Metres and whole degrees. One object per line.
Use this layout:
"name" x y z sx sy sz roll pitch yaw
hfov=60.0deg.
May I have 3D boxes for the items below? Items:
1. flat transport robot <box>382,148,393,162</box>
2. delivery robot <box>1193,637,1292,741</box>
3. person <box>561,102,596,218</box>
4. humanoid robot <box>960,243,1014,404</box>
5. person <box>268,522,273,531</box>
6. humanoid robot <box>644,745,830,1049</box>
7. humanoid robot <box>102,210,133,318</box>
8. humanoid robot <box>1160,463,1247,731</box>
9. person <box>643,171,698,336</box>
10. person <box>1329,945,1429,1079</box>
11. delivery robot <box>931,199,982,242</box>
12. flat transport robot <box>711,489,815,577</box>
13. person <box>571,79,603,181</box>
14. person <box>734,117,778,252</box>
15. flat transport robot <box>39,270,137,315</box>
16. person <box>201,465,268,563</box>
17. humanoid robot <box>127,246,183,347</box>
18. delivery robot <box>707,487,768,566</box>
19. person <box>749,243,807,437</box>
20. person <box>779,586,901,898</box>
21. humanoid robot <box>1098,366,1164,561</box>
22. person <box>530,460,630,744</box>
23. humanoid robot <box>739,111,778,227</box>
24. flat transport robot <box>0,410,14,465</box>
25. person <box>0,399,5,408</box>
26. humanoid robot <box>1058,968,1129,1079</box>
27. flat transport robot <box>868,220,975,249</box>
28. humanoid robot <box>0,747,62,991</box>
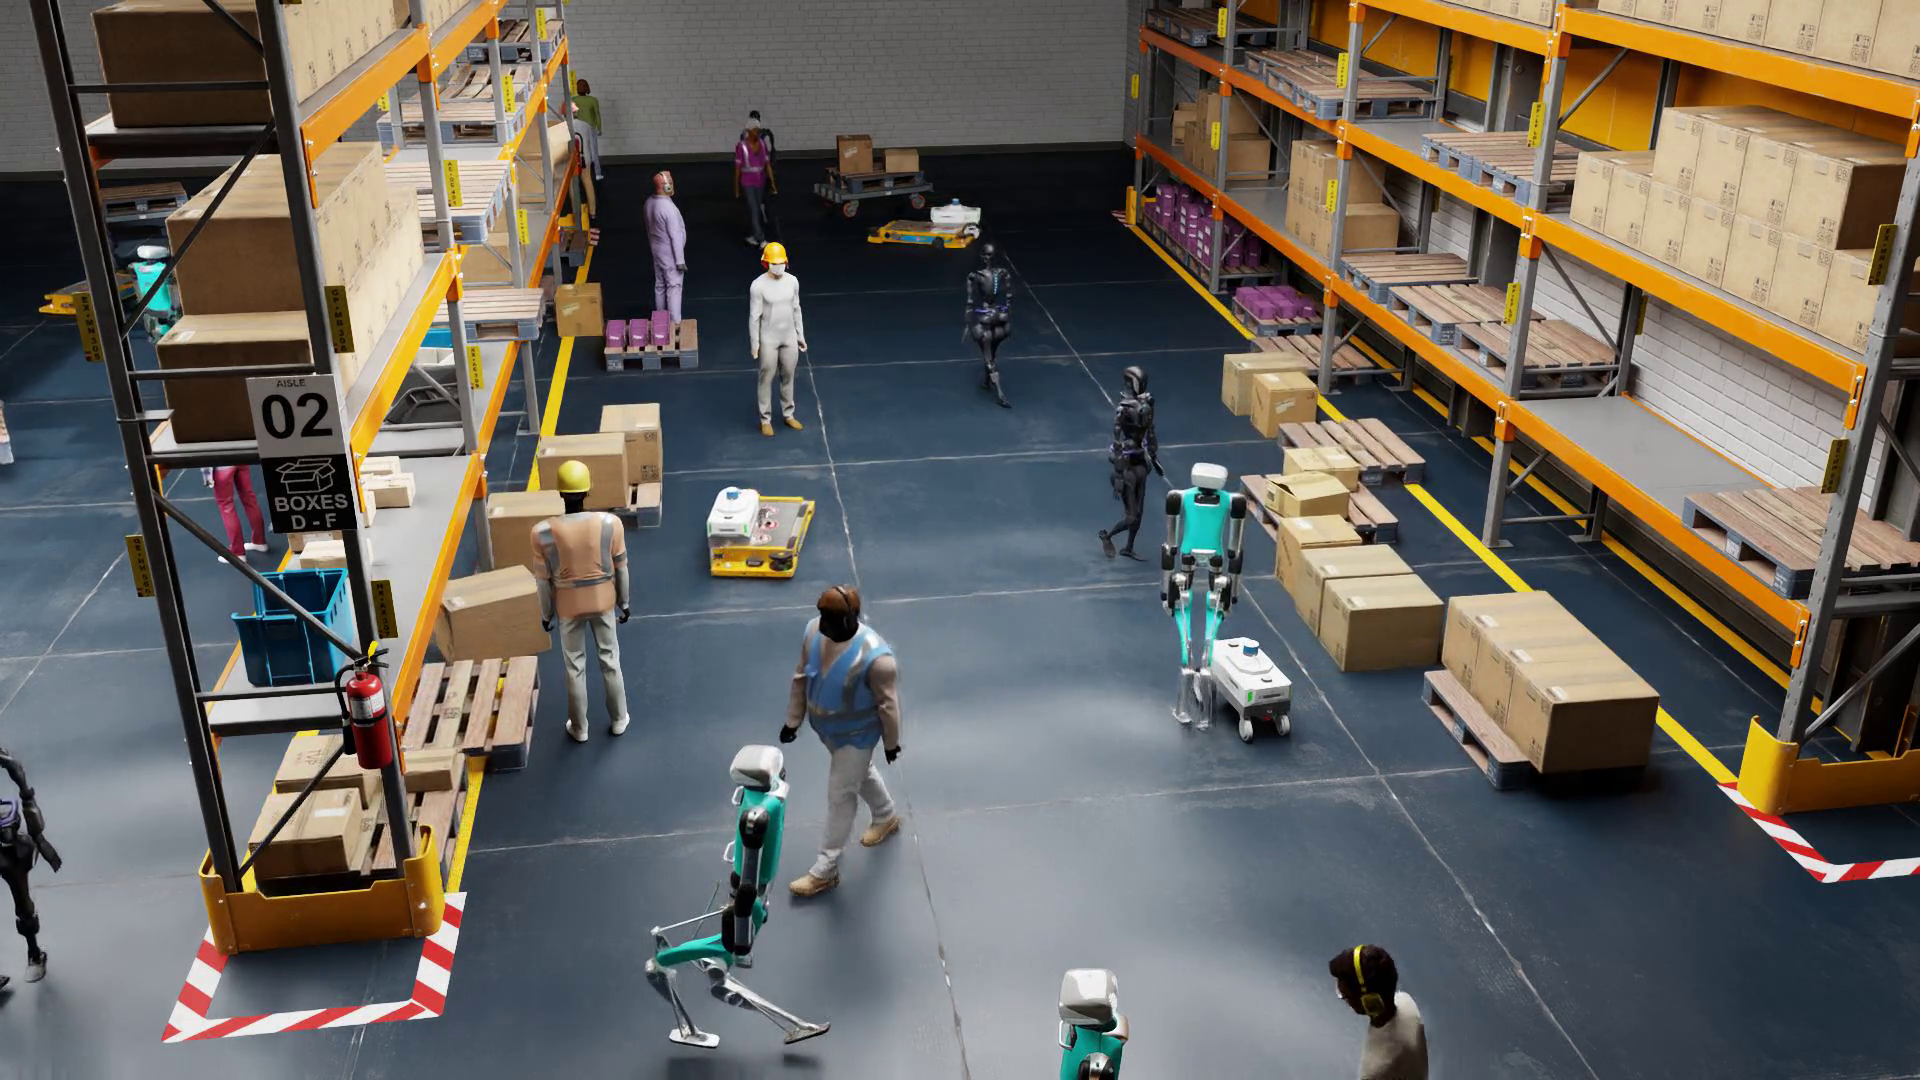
"flat transport robot" -8.653 -4.942 24.938 1.431 0.231 0.659 -1 24 -2
"delivery robot" 1.924 0.956 11.160 0.499 0.607 0.808 -7 25 -15
"person" -5.695 -5.641 24.708 0.392 1.737 0.570 18 30 36
"humanoid robot" 0.322 -2.216 17.069 0.605 1.645 0.798 -14 27 -29
"person" -5.694 -0.921 13.930 0.572 1.746 0.345 -7 25 -16
"humanoid robot" -1.145 1.752 7.869 1.007 1.725 0.538 2 24 4
"humanoid robot" -10.161 -3.443 19.782 0.613 1.644 0.484 16 28 33
"humanoid robot" 1.576 0.453 10.873 0.548 1.827 0.730 2 24 5
"person" -3.329 -3.270 19.086 0.412 1.913 0.643 -18 29 -35
"person" 1.572 2.342 6.430 0.904 1.802 0.640 11 26 23
"delivery robot" -0.037 -4.549 23.708 0.809 0.612 0.499 1 24 3
"flat transport robot" -1.620 -0.059 13.812 0.659 0.231 1.431 1 24 2
"person" -6.142 -6.732 27.313 0.502 1.631 0.280 -2 24 -5
"person" -2.795 -4.901 22.939 0.532 1.797 0.957 -18 29 -35
"flat transport robot" -10.674 -3.070 20.671 0.659 0.231 1.431 5 24 11
"person" -5.888 -0.594 13.345 0.280 1.628 0.501 8 25 18
"humanoid robot" -7.834 -2.121 16.687 0.553 1.771 0.894 8 25 17
"delivery robot" -1.853 -0.147 13.642 0.499 0.583 0.774 0 24 1
"person" -1.761 -1.949 16.099 0.584 1.894 0.373 -14 27 -29
"person" -0.641 1.059 9.371 0.943 1.799 0.623 -21 31 -39
"humanoid robot" 1.363 -0.617 13.335 0.411 1.650 0.596 17 29 34
"person" -2.416 0.404 10.697 0.586 1.927 0.367 -8 25 -17
"humanoid robot" -2.979 -5.474 24.429 0.595 1.636 0.721 -11 26 -24
"flat transport robot" -9.300 -0.646 15.151 0.659 0.231 1.431 -14 27 -28
"person" -10.059 -2.232 16.690 0.487 1.942 0.436 -14 27 -29
"humanoid robot" 0.246 2.355 6.320 0.735 1.677 0.533 2 24 4
"flat transport robot" -0.525 -4.322 23.525 1.431 0.231 0.659 6 25 14
"humanoid robot" -4.884 1.572 8.353 0.612 1.645 0.544 -9 25 -19
